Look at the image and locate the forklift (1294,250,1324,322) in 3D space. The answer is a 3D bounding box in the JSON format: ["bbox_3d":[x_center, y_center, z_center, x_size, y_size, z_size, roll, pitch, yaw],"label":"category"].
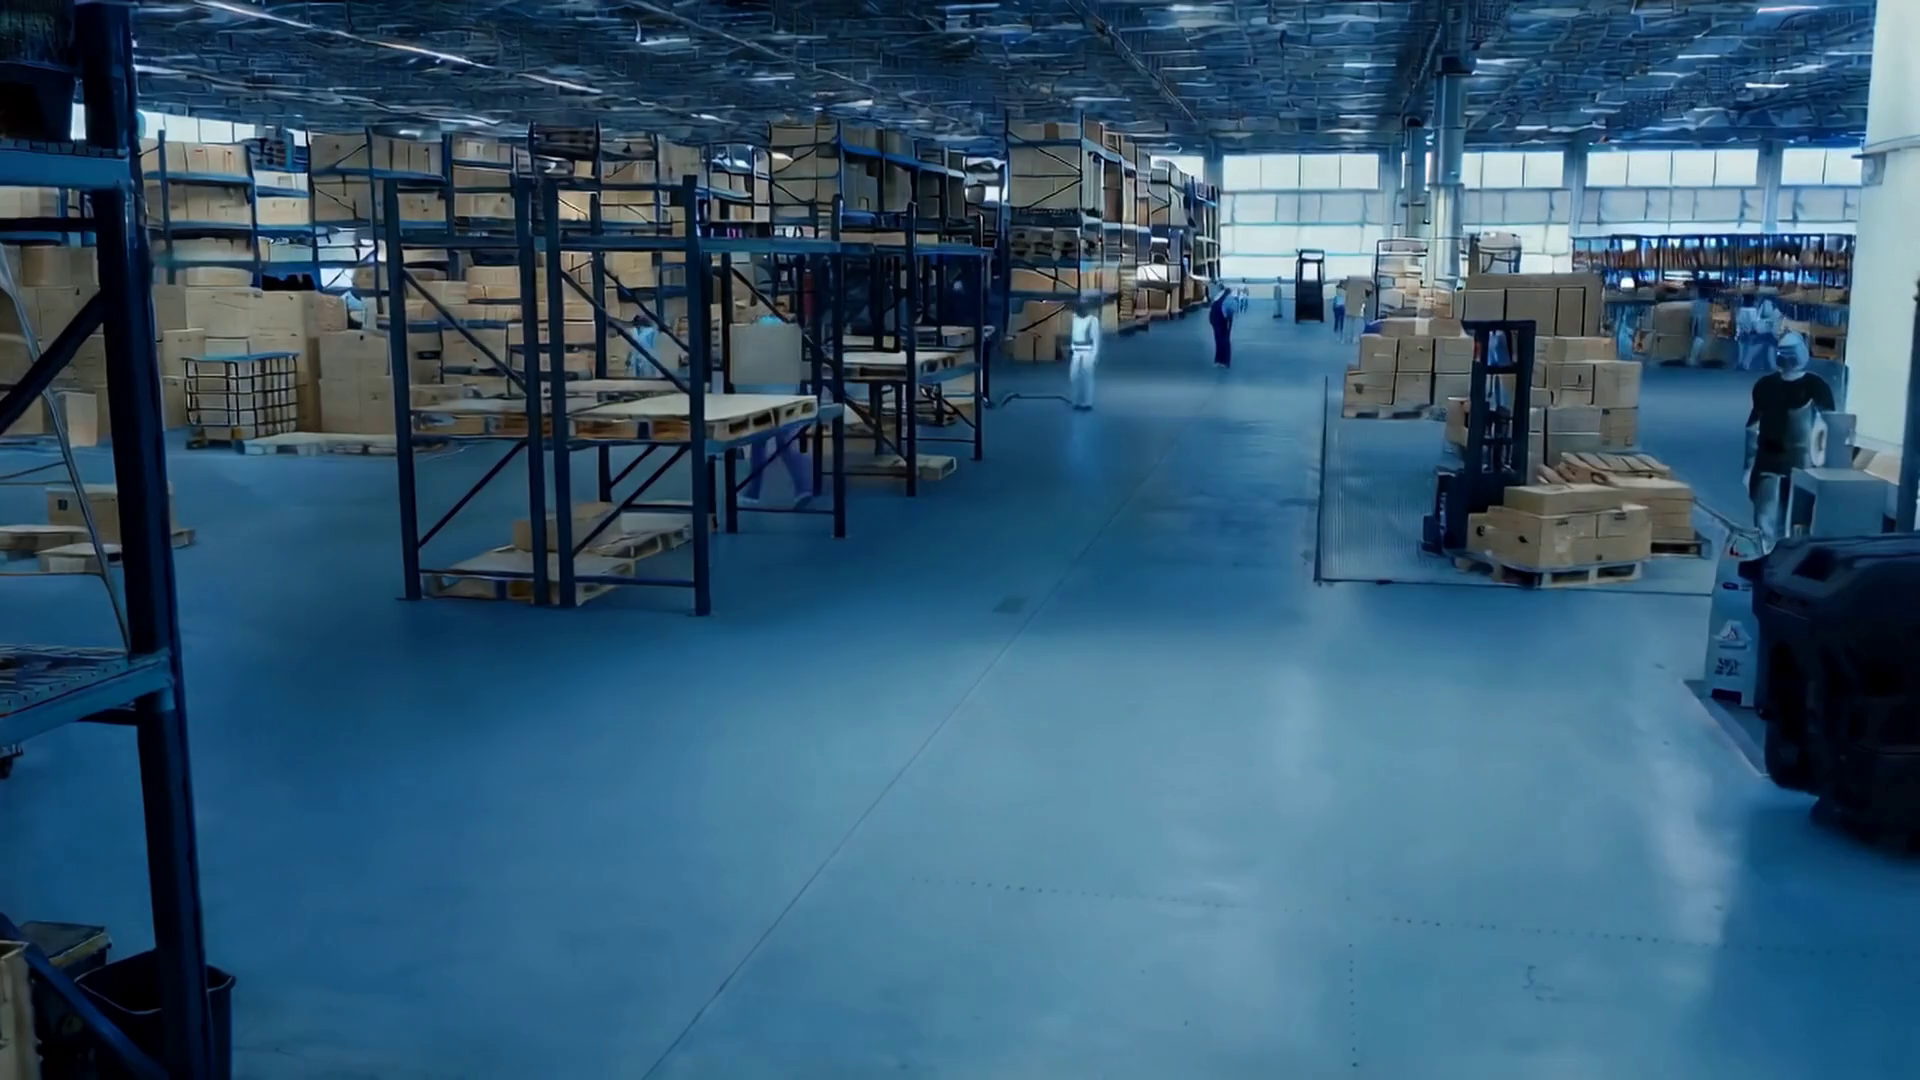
[{"bbox_3d":[13.778,-10.002,65.433,1.129,2.768,1.873,2,10,12],"label":"forklift"}]

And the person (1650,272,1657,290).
[{"bbox_3d":[36.563,-13.150,87.222,0.602,1.805,0.841,1,10,3],"label":"person"}]

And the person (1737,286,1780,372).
[{"bbox_3d":[17.646,-4.636,36.584,0.951,1.903,0.554,2,10,14],"label":"person"}]

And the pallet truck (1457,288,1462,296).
[{"bbox_3d":[20.506,-9.785,68.819,0.653,1.274,1.630,2,10,12],"label":"pallet truck"}]

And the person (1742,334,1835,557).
[{"bbox_3d":[5.949,-0.513,12.028,0.372,1.940,0.631,-6,11,-30],"label":"person"}]

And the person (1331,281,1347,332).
[{"bbox_3d":[12.913,-7.965,56.697,0.540,1.751,0.531,3,10,16],"label":"person"}]

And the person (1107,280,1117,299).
[{"bbox_3d":[6.485,-10.483,71.068,0.542,1.939,0.364,-4,10,-21],"label":"person"}]

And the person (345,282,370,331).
[{"bbox_3d":[-14.978,-5.455,41.394,0.592,1.910,0.387,-7,12,-35],"label":"person"}]

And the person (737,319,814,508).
[{"bbox_3d":[-1.846,-1.254,16.573,0.914,1.886,0.597,8,13,41],"label":"person"}]

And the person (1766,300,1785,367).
[{"bbox_3d":[18.406,-4.692,37.715,0.547,1.610,0.409,7,12,34],"label":"person"}]

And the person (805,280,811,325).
[{"bbox_3d":[-5.619,-8.883,62.302,0.531,1.698,0.320,-3,10,-19],"label":"person"}]

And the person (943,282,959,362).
[{"bbox_3d":[-0.269,-4.818,37.428,0.587,1.966,0.640,-3,10,-15],"label":"person"}]

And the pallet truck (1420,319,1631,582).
[{"bbox_3d":[4.543,-0.757,13.299,0.823,1.965,1.885,-4,10,-22],"label":"pallet truck"}]

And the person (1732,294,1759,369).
[{"bbox_3d":[17.721,-4.691,37.482,0.320,1.698,0.531,-5,11,-27],"label":"person"}]

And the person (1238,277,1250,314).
[{"bbox_3d":[12.811,-11.022,75.073,0.550,1.655,0.820,-2,10,-14],"label":"person"}]

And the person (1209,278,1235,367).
[{"bbox_3d":[6.009,-5.008,38.345,0.536,2.000,0.676,-3,10,-18],"label":"person"}]

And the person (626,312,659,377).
[{"bbox_3d":[-5.125,-2.883,26.984,0.524,1.616,0.648,5,11,27],"label":"person"}]

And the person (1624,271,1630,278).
[{"bbox_3d":[32.309,-12.080,80.526,0.413,1.944,0.605,4,10,22],"label":"person"}]

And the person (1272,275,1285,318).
[{"bbox_3d":[13.445,-10.278,70.211,0.404,1.826,0.592,-6,12,-34],"label":"person"}]

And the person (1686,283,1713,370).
[{"bbox_3d":[16.492,-4.752,37.093,0.470,1.946,0.623,4,10,23],"label":"person"}]

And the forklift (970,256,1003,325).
[{"bbox_3d":[0.630,-9.550,62.756,1.873,2.768,1.129,2,10,11],"label":"forklift"}]

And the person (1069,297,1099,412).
[{"bbox_3d":[1.995,-2.987,26.906,0.588,1.867,0.501,8,12,39],"label":"person"}]

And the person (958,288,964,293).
[{"bbox_3d":[-0.042,-10.527,71.735,0.606,1.805,0.737,1,10,8],"label":"person"}]
